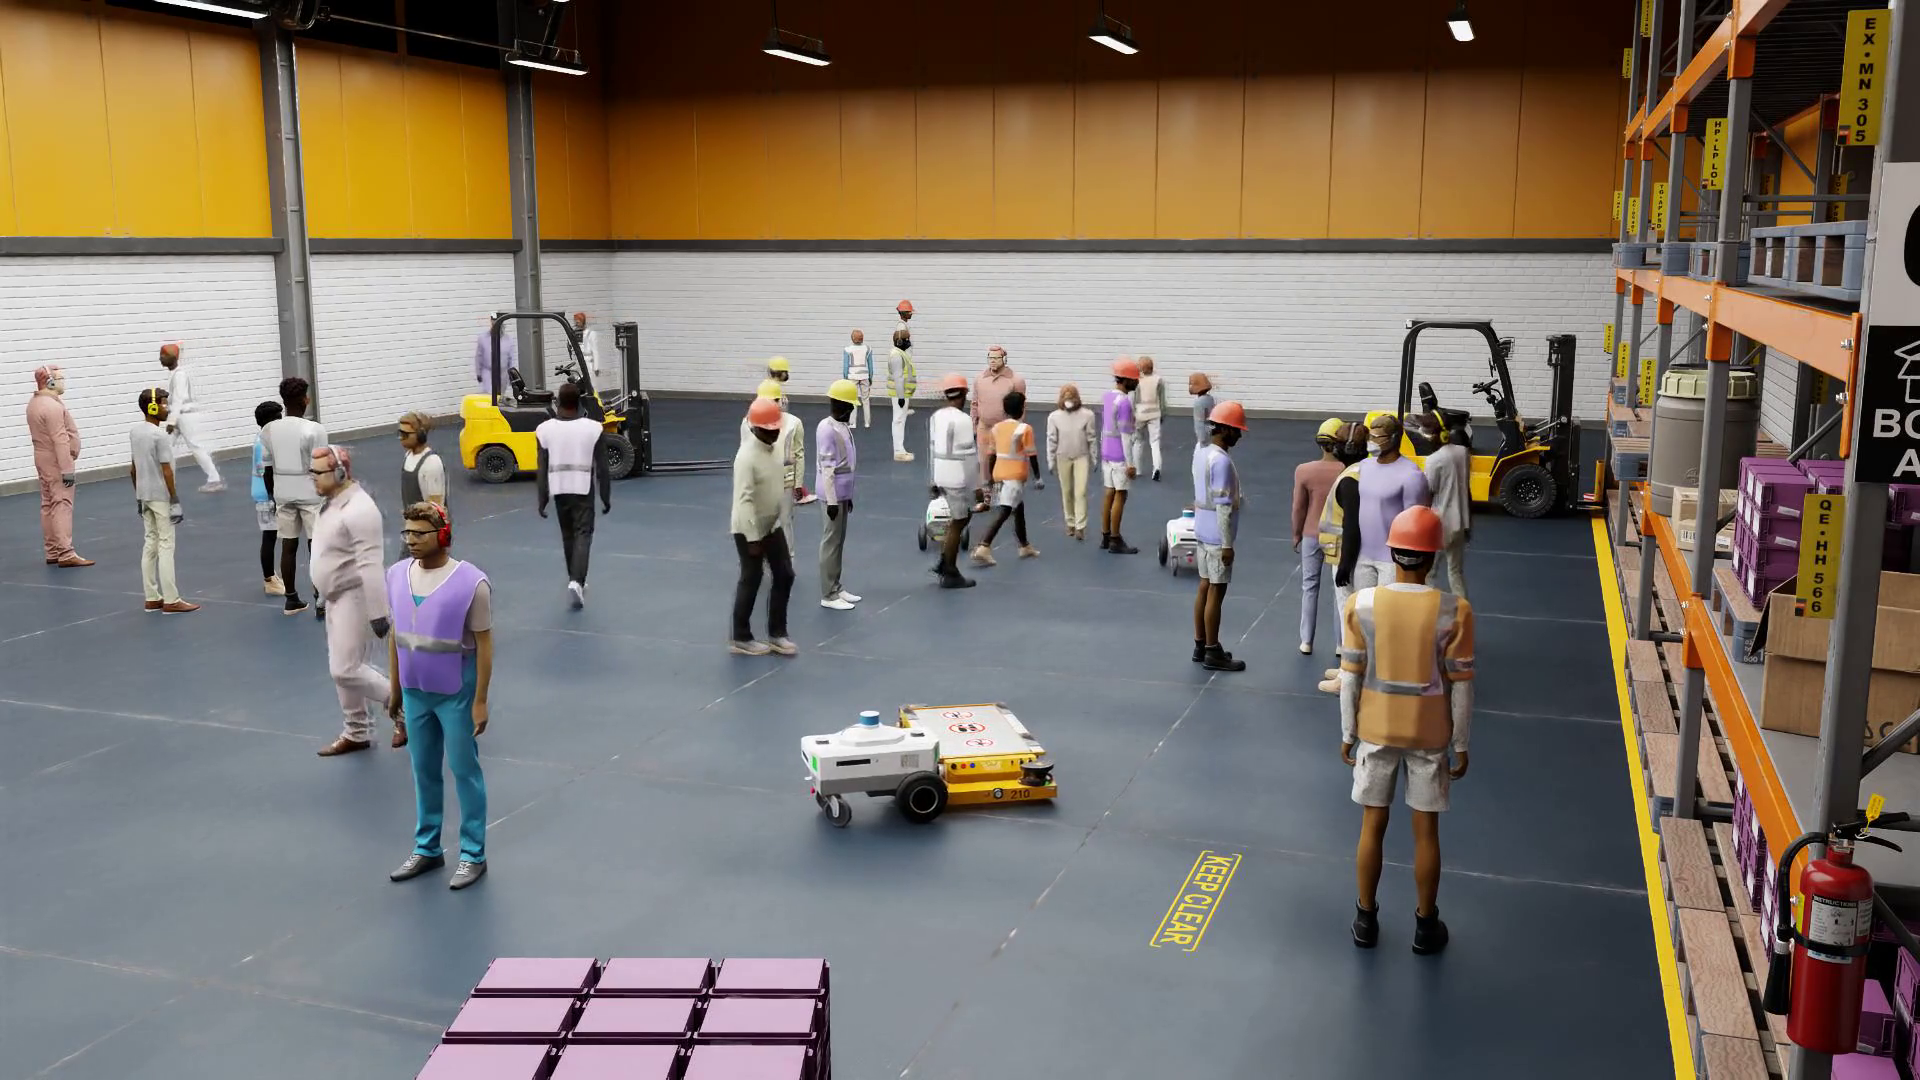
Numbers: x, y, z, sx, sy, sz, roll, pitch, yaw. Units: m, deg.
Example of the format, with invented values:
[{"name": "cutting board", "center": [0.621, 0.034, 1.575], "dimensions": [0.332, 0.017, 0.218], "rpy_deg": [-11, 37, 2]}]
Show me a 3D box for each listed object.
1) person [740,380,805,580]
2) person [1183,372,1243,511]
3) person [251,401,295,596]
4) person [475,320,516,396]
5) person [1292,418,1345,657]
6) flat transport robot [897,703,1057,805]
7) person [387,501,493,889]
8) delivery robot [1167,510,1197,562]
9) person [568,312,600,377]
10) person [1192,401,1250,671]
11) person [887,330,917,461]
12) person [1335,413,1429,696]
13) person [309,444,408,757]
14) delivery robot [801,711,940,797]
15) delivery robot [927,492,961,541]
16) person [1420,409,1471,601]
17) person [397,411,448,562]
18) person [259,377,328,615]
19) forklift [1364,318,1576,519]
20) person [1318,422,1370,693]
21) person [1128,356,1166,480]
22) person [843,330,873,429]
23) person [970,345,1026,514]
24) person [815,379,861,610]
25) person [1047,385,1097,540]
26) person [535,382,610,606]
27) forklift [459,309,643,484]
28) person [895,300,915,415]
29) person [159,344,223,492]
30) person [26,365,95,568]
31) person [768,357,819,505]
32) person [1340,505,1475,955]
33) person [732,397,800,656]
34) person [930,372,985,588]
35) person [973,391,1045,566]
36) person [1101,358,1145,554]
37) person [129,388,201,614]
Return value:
[{"name": "person", "center": [-1.700, -0.529, 14.988], "dimensions": [0.596, 1.832, 0.404], "rpy_deg": [0, 10, 1]}, {"name": "person", "center": [2.883, -1.100, 18.851], "dimensions": [0.626, 1.601, 0.518], "rpy_deg": [5, 11, 27]}, {"name": "person", "center": [-5.982, -0.363, 14.447], "dimensions": [0.320, 1.692, 0.531], "rpy_deg": [-4, 11, -21]}, {"name": "person", "center": [-7.617, -2.729, 27.378], "dimensions": [0.653, 1.833, 0.995], "rpy_deg": [-5, 11, -25]}, {"name": "person", "center": [2.722, -0.017, 12.296], "dimensions": [0.533, 1.765, 0.321], "rpy_deg": [4, 11, 19]}, {"name": "flat transport robot", "center": [0.067, 1.203, 9.630], "dimensions": [0.652, 0.197, 1.431], "rpy_deg": [-2, 10, -11]}, {"name": "person", "center": [-2.459, 0.722, 7.896], "dimensions": [0.563, 1.847, 0.389], "rpy_deg": [4, 11, 21]}, {"name": "delivery robot", "center": [2.122, -0.033, 15.525], "dimensions": [0.477, 0.478, 0.707], "rpy_deg": [1, 10, 3]}, {"name": "person", "center": [-6.543, -2.987, 28.724], "dimensions": [0.595, 1.861, 0.562], "rpy_deg": [7, 12, 35]}, {"name": "person", "center": [1.869, -0.032, 11.919], "dimensions": [0.372, 1.928, 0.543], "rpy_deg": [-1, 10, -7]}, {"name": "person", "center": [-0.818, -2.043, 23.490], "dimensions": [0.429, 1.844, 0.626], "rpy_deg": [0, 10, 0]}, {"name": "person", "center": [2.789, 0.134, 10.954], "dimensions": [0.376, 1.940, 0.627], "rpy_deg": [-5, 11, -27]}, {"name": "person", "center": [-3.560, 0.362, 9.818], "dimensions": [0.503, 1.888, 0.671], "rpy_deg": [-7, 12, -34]}, {"name": "delivery robot", "center": [-0.479, 1.153, 8.845], "dimensions": [0.707, 0.478, 0.477], "rpy_deg": [-3, 11, -15]}, {"name": "delivery robot", "center": [-0.155, -0.255, 16.775], "dimensions": [0.477, 0.478, 0.707], "rpy_deg": [0, 10, 2]}, {"name": "person", "center": [3.627, -0.063, 12.354], "dimensions": [0.653, 1.846, 0.357], "rpy_deg": [-8, 13, -38]}, {"name": "person", "center": [-3.967, -0.043, 12.260], "dimensions": [0.401, 1.826, 0.540], "rpy_deg": [-8, 13, -38]}, {"name": "person", "center": [-5.390, -0.354, 13.621], "dimensions": [0.606, 1.967, 0.367], "rpy_deg": [2, 10, 11]}, {"name": "forklift", "center": [5.787, -1.437, 19.079], "dimensions": [2.313, 2.155, 1.214], "rpy_deg": [3, 11, 19]}, {"name": "person", "center": [2.649, 0.120, 11.306], "dimensions": [0.430, 1.845, 0.622], "rpy_deg": [4, 11, 23]}, {"name": "person", "center": [2.436, -1.590, 21.594], "dimensions": [0.511, 1.607, 0.814], "rpy_deg": [-1, 10, -3]}, {"name": "person", "center": [-1.684, -2.648, 27.462], "dimensions": [0.522, 1.638, 0.310], "rpy_deg": [-4, 11, -21]}, {"name": "person", "center": [0.408, -1.239, 18.776], "dimensions": [0.643, 1.909, 0.410], "rpy_deg": [4, 11, 21]}, {"name": "person", "center": [-1.012, -0.385, 13.936], "dimensions": [0.381, 1.918, 0.585], "rpy_deg": [1, 10, 8]}, {"name": "person", "center": [1.139, -0.790, 17.110], "dimensions": [0.507, 1.597, 0.787], "rpy_deg": [2, 10, 12]}, {"name": "person", "center": [-3.293, -0.402, 14.152], "dimensions": [0.598, 1.885, 0.945], "rpy_deg": [0, 10, 0]}, {"name": "forklift", "center": [-5.354, -1.902, 21.697], "dimensions": [2.313, 2.155, 1.214], "rpy_deg": [-2, 10, -13]}, {"name": "person", "center": [-0.976, -3.253, 29.735], "dimensions": [0.373, 2.043, 0.615], "rpy_deg": [0, 10, -2]}, {"name": "person", "center": [-9.525, -1.463, 20.246], "dimensions": [0.983, 1.831, 0.592], "rpy_deg": [-8, 13, -37]}, {"name": "person", "center": [-8.513, -0.696, 15.710], "dimensions": [0.641, 1.912, 0.407], "rpy_deg": [10, 14, 43]}, {"name": "person", "center": [-2.019, -1.256, 19.373], "dimensions": [0.801, 1.733, 0.546], "rpy_deg": [-3, 10, -15]}, {"name": "person", "center": [1.908, 0.813, 7.131], "dimensions": [0.551, 1.936, 0.356], "rpy_deg": [4, 11, 20]}, {"name": "person", "center": [-1.461, -0.078, 12.119], "dimensions": [0.628, 1.944, 0.648], "rpy_deg": [5, 11, 26]}, {"name": "person", "center": [-0.016, -0.523, 14.725], "dimensions": [0.415, 1.911, 0.584], "rpy_deg": [-5, 11, -24]}, {"name": "person", "center": [0.441, -0.581, 15.881], "dimensions": [0.920, 1.661, 0.539], "rpy_deg": [-7, 12, -36]}, {"name": "person", "center": [1.604, -0.823, 16.428], "dimensions": [0.395, 1.923, 0.590], "rpy_deg": [-2, 10, -12]}, {"name": "person", "center": [-6.610, -0.319, 13.724], "dimensions": [0.521, 1.864, 0.334], "rpy_deg": [7, 12, 33]}]
